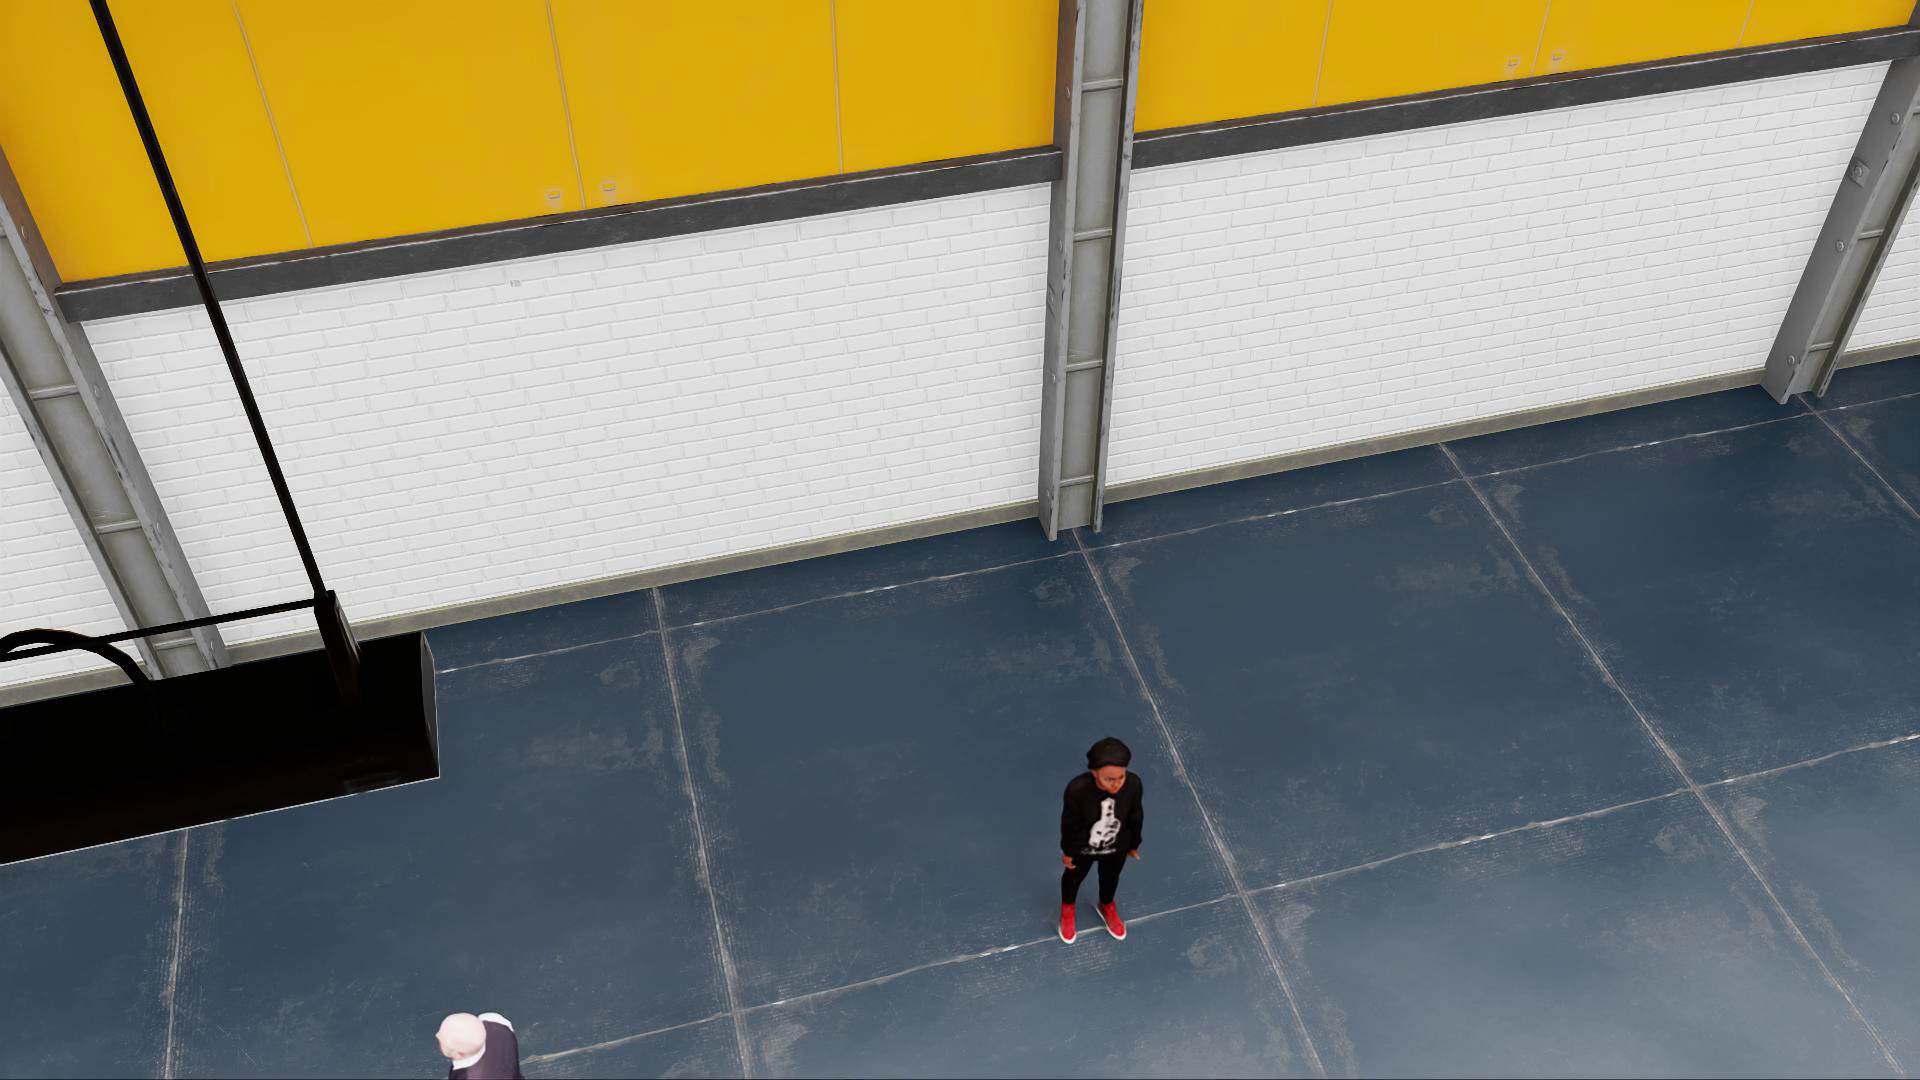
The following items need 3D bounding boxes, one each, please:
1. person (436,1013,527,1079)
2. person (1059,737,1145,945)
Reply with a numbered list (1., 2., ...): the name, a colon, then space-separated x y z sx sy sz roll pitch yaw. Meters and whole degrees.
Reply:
1. person: -2.134 2.718 7.745 0.689 1.822 0.746 0 44 0
2. person: 0.739 1.616 9.013 0.527 1.669 0.693 -4 44 -5
